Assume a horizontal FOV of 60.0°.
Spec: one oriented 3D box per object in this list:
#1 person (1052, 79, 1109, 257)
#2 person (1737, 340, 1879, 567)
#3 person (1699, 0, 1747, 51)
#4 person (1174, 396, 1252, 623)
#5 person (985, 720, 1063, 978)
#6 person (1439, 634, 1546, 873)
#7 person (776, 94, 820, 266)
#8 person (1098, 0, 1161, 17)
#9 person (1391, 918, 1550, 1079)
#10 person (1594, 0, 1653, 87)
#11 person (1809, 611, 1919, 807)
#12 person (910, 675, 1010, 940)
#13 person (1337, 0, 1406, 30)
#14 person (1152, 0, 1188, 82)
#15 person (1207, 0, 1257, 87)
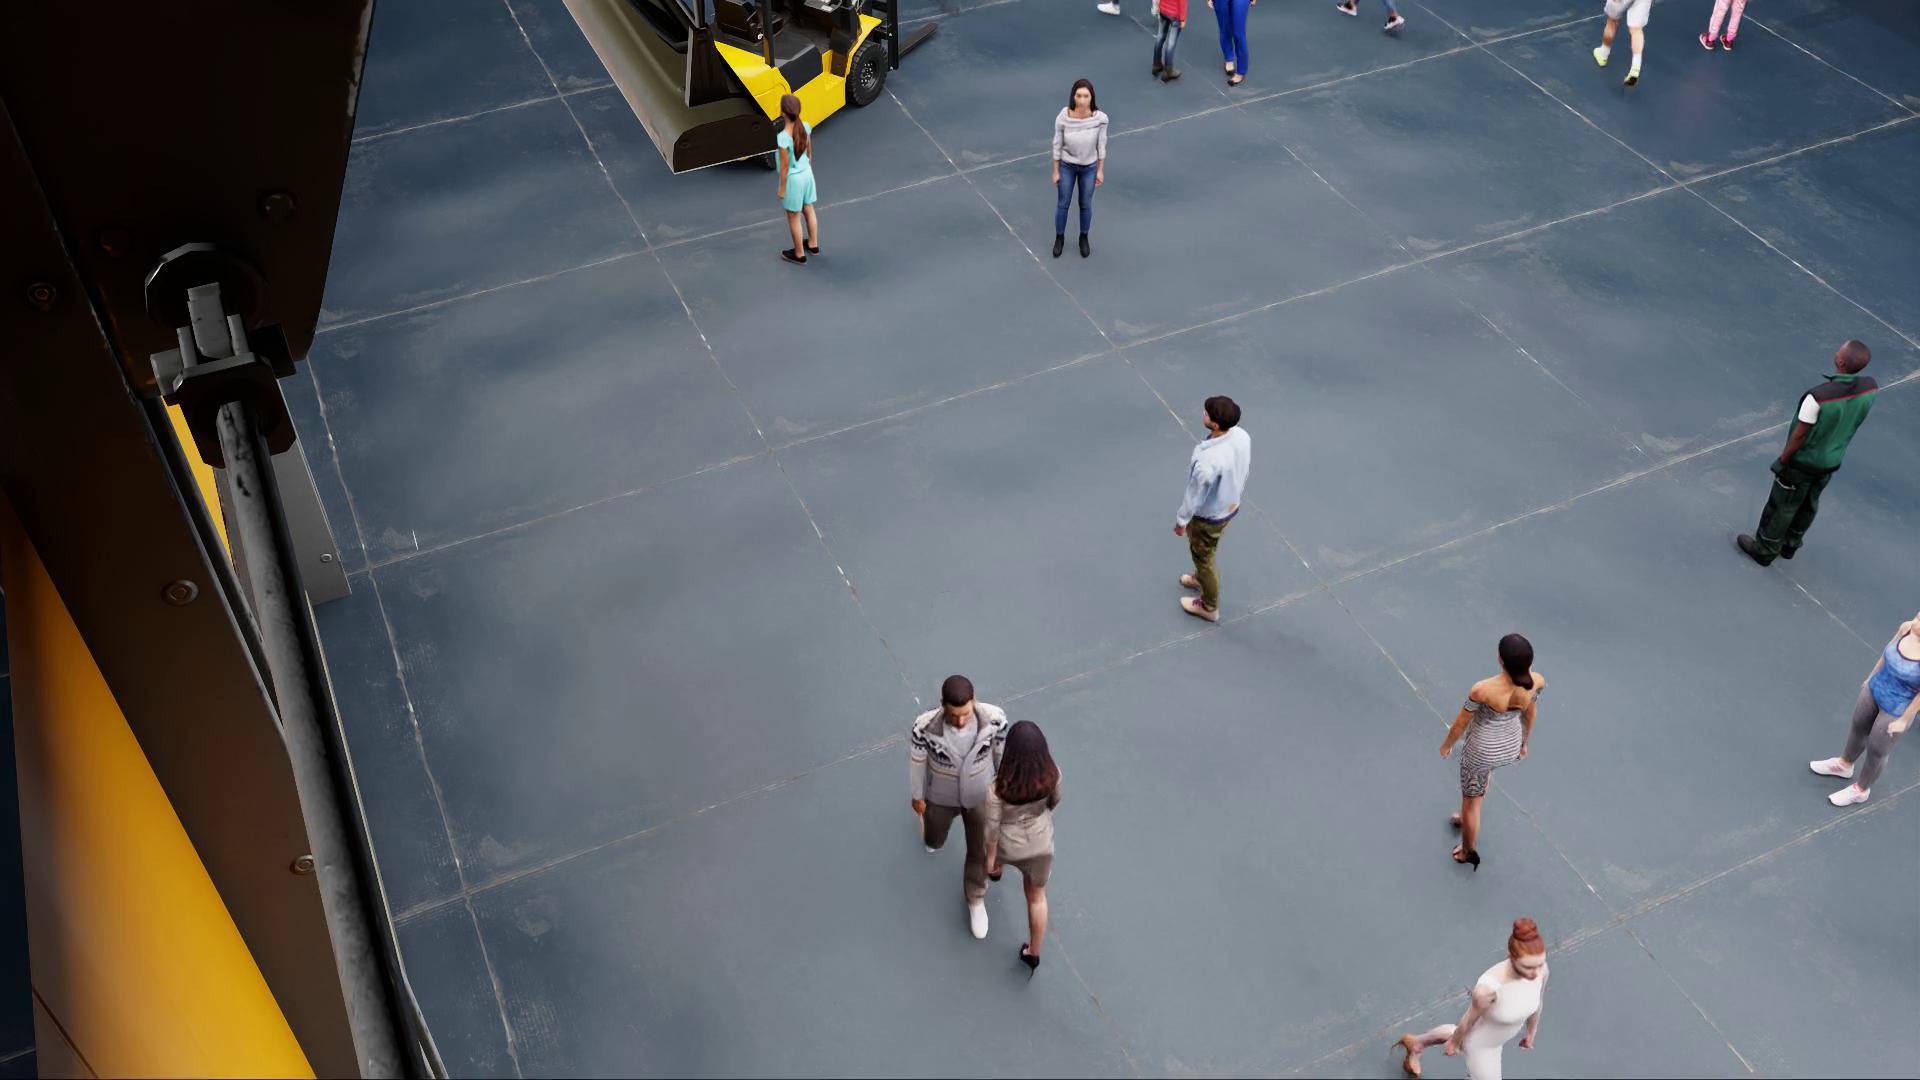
[{"bbox_3d":[0.986,-3.139,14.029,0.674,1.635,0.656,0,44,0],"label":"person"},{"bbox_3d":[5.735,-0.567,11.183,0.715,1.838,0.658,-11,45,-12],"label":"person"},{"bbox_3d":[7.882,-5.683,16.836,0.597,1.447,0.604,-2,44,-2],"label":"person"},{"bbox_3d":[1.706,-0.157,10.782,0.829,1.796,0.812,28,50,26],"label":"person"},{"bbox_3d":[0.362,1.701,8.908,0.736,1.692,1.118,-10,45,-11],"label":"person"},{"bbox_3d":[2.994,1.265,9.279,0.673,1.811,0.685,-11,45,-11],"label":"person"},{"bbox_3d":[-1.374,-3.039,13.981,0.652,1.557,0.629,32,52,29],"label":"person"},{"bbox_3d":[1.817,-6.172,17.226,1.063,1.617,0.954,20,47,20],"label":"person"},{"bbox_3d":[2.533,2.364,8.173,0.618,1.745,1.099,-19,47,-19],"label":"person"},{"bbox_3d":[6.603,-5.317,16.191,0.977,1.807,1.250,0,44,0],"label":"person"},{"bbox_3d":[5.460,0.949,9.758,0.693,1.608,0.570,-3,44,-3],"label":"person"},{"bbox_3d":[-0.010,1.329,9.194,0.925,1.835,1.145,-4,44,-4],"label":"person"},{"bbox_3d":[4.364,-6.037,17.109,1.144,1.584,0.834,34,53,31],"label":"person"},{"bbox_3d":[2.077,-5.190,16.413,0.616,1.316,0.498,-30,51,-28],"label":"person"},{"bbox_3d":[2.648,-5.387,16.365,0.898,1.669,0.959,7,44,7],"label":"person"}]
